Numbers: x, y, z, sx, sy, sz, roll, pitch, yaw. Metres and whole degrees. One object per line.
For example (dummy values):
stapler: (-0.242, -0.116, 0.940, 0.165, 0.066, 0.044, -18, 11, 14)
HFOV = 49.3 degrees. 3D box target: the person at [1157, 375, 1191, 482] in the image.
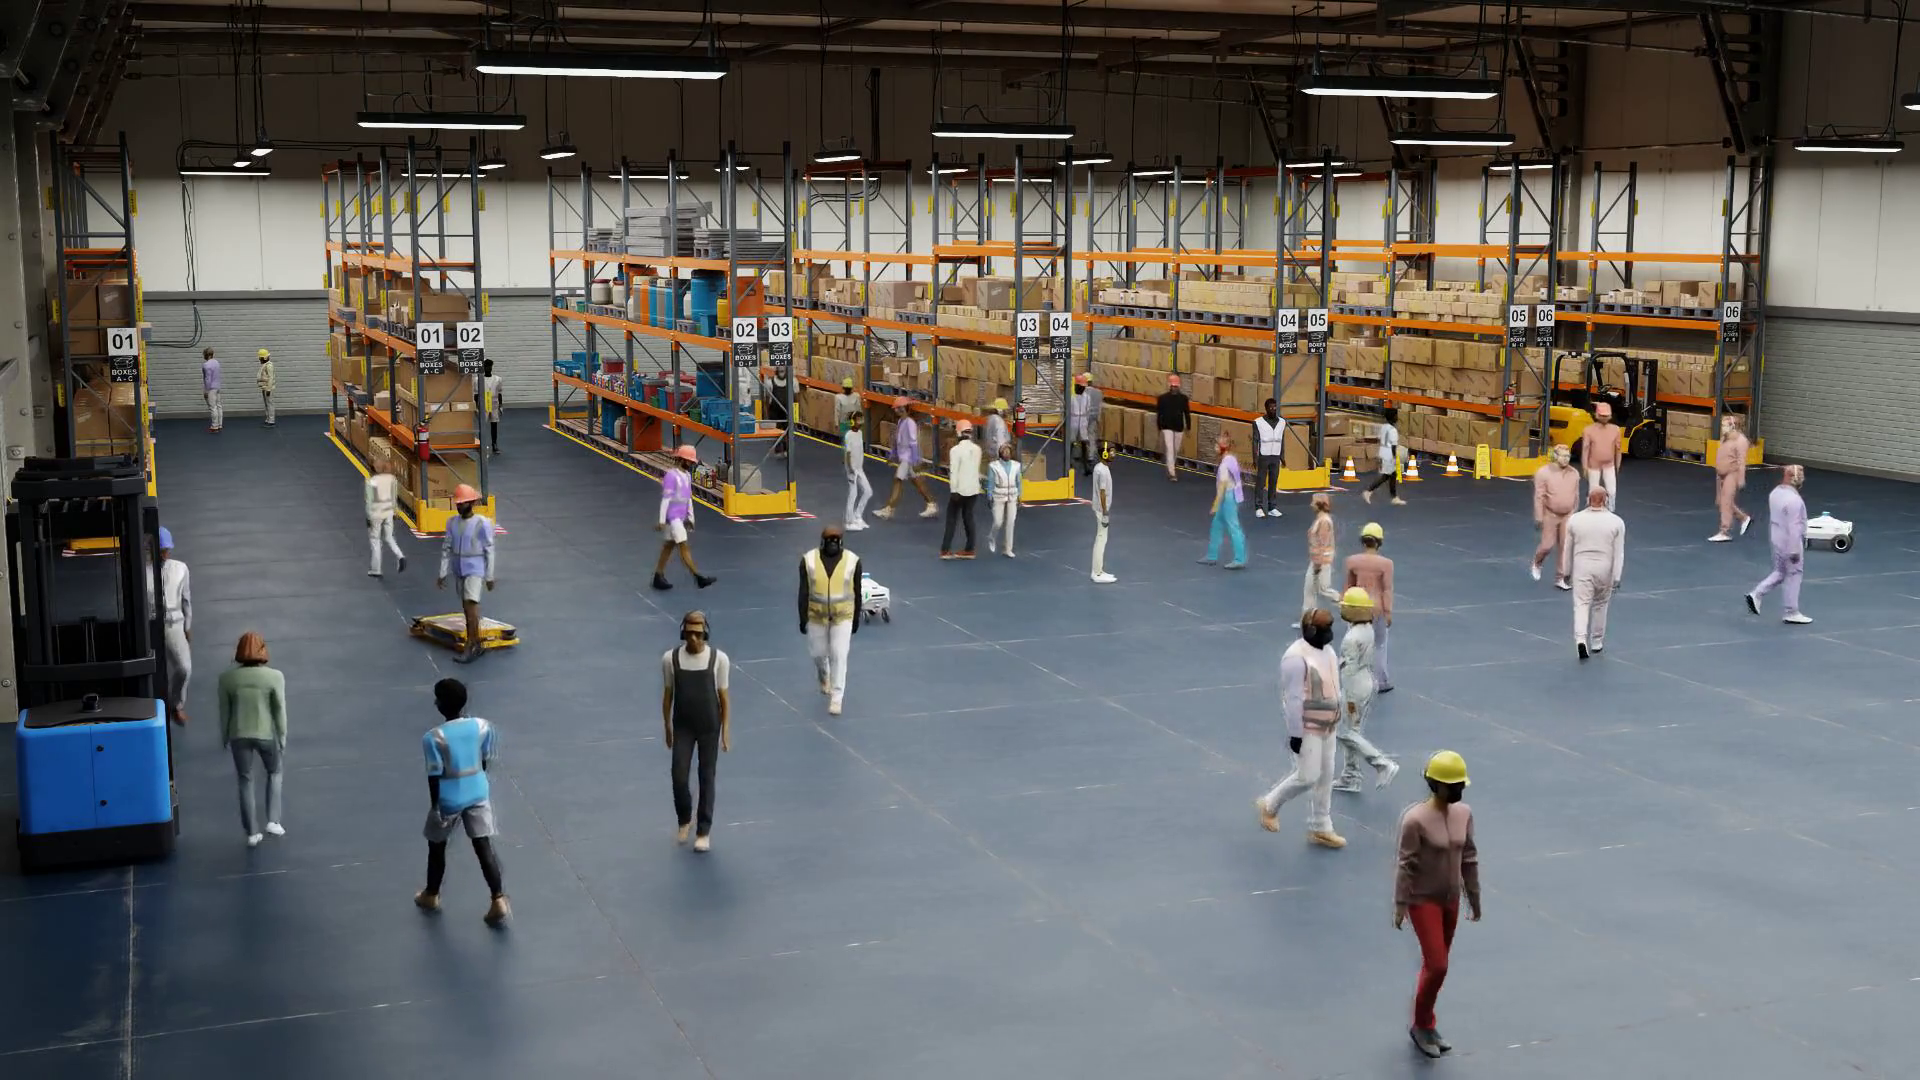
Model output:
person: (3.947, -2.094, 38.780, 0.614, 1.961, 0.936, -1, 9, -5)

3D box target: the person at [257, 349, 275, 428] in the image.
person: (-16.181, -3.542, 48.847, 0.403, 1.822, 0.588, -5, 10, -28)

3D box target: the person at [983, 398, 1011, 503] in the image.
person: (0.635, -1.479, 35.096, 0.434, 1.816, 0.618, -3, 9, -18)

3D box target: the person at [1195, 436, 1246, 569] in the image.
person: (3.549, -0.505, 28.618, 0.820, 1.808, 0.594, 1, 9, 10)

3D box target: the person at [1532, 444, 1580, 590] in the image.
person: (7.713, -0.320, 27.149, 0.654, 1.887, 0.588, -2, 9, -11)

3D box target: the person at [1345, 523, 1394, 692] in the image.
person: (4.081, 0.696, 20.914, 0.542, 1.742, 0.746, 6, 10, 35)

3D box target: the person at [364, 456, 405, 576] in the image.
person: (-7.717, -0.315, 27.969, 0.531, 1.625, 0.526, 6, 11, 37)

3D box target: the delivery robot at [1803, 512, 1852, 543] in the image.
delivery robot: (12.549, -0.167, 30.380, 0.707, 0.478, 0.477, 4, 9, 23)

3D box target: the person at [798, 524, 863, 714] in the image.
person: (-1.253, 0.730, 20.364, 0.623, 1.824, 0.720, 0, 9, 1)

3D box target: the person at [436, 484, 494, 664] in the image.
person: (-5.350, 0.362, 22.529, 0.556, 1.923, 0.649, 4, 10, 26)

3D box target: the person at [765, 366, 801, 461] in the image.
person: (-3.557, -2.621, 42.123, 0.686, 2.000, 1.019, -2, 9, -12)

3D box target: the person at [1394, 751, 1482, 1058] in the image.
person: (2.722, 2.047, 11.799, 0.553, 1.747, 0.481, -6, 10, -33)

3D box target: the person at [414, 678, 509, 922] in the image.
person: (-3.371, 1.746, 14.150, 0.534, 1.654, 0.880, -8, 12, -42)

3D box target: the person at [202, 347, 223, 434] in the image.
person: (-16.963, -3.392, 47.464, 0.378, 1.940, 0.629, 1, 9, 5)

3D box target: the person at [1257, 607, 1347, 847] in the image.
person: (2.631, 1.404, 15.850, 0.609, 1.830, 0.640, 7, 11, 39)

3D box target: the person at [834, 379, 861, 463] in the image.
person: (-2.199, -2.328, 41.153, 0.544, 1.692, 0.875, -1, 9, -9)

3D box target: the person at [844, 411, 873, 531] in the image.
person: (-1.568, -1.069, 32.250, 0.493, 1.852, 0.565, 4, 9, 25)

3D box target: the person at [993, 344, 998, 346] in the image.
person: (0.811, -3.397, 47.230, 0.616, 2.026, 0.691, -2, 9, -12)

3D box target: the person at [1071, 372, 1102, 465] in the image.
person: (2.476, -2.411, 41.380, 0.613, 1.793, 0.850, -3, 9, -20)

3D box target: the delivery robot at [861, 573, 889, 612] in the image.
delivery robot: (-1.135, 0.638, 25.016, 0.477, 0.478, 0.707, -5, 10, -29)

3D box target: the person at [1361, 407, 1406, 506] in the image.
person: (7.101, -1.393, 35.045, 0.768, 1.673, 0.539, -1, 9, -4)

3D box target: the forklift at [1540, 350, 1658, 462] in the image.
forklift: (12.897, -2.725, 42.309, 2.313, 2.155, 1.214, -3, 9, -21)

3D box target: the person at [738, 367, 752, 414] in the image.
person: (-5.104, -3.591, 49.085, 0.656, 1.848, 0.433, 6, 11, 36)

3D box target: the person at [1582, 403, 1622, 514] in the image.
person: (9.891, -1.125, 32.217, 0.623, 1.966, 0.710, 1, 9, 4)

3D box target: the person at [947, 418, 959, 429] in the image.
person: (-0.124, -3.094, 46.559, 0.534, 1.600, 0.756, -2, 9, -14)

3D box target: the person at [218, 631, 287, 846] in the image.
person: (-5.357, 1.499, 15.899, 0.511, 1.615, 0.441, -1, 9, -7)

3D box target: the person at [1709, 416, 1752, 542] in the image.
person: (11.515, -0.919, 31.156, 0.635, 1.883, 0.649, -1, 9, -6)

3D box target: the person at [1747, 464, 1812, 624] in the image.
person: (9.736, 0.041, 24.712, 0.642, 1.891, 0.662, 0, 9, -3)

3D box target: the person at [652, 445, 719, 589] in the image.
person: (-3.545, -0.282, 26.946, 1.016, 1.872, 0.575, 2, 9, 16)

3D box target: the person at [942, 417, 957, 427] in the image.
person: (-0.191, -3.627, 49.172, 0.593, 1.900, 0.785, -2, 9, -11)

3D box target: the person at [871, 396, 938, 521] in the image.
person: (-0.859, -1.310, 33.506, 1.124, 1.982, 0.608, -2, 9, -13)

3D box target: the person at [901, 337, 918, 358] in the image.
person: (-1.171, -4.120, 52.416, 0.608, 1.918, 0.888, -1, 9, -8)

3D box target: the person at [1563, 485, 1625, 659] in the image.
person: (6.889, 0.345, 22.811, 0.642, 1.872, 0.926, 3, 9, 21)

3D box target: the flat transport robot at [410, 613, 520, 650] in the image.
flat transport robot: (-5.618, 1.022, 23.706, 0.652, 0.197, 1.431, -7, 11, -39)

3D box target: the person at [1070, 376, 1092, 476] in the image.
person: (2.228, -2.134, 39.260, 0.565, 1.879, 0.997, -2, 9, -16)

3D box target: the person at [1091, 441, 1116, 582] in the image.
person: (1.904, -0.381, 27.660, 0.320, 1.864, 0.514, 0, 9, 0)

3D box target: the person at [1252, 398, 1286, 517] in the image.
person: (4.988, -1.338, 33.835, 0.600, 1.917, 0.376, -4, 9, -23)

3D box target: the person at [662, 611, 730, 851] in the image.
person: (-1.970, 1.429, 15.668, 0.503, 1.832, 0.401, 0, 9, -3)

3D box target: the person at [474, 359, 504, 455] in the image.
person: (-9.699, -2.751, 43.104, 0.608, 1.963, 0.370, -4, 10, -27)

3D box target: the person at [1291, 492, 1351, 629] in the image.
person: (4.247, 0.245, 24.274, 0.691, 1.615, 0.517, 0, 9, -1)

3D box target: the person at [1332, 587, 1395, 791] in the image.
person: (3.314, 1.245, 17.251, 0.550, 1.729, 0.490, 5, 10, 31)

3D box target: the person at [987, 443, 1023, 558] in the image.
person: (0.639, -0.569, 29.685, 0.519, 1.629, 0.386, -4, 9, -23)

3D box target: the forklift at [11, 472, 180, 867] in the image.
forklift: (-6.630, 0.886, 15.957, 1.129, 2.768, 1.873, -3, 9, -21)

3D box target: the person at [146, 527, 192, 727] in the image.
person: (-7.376, 0.835, 19.318, 0.629, 1.933, 0.437, -7, 11, -39)

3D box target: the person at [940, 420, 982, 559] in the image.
person: (0.014, -0.703, 29.444, 0.683, 1.967, 0.464, -8, 12, -44)
